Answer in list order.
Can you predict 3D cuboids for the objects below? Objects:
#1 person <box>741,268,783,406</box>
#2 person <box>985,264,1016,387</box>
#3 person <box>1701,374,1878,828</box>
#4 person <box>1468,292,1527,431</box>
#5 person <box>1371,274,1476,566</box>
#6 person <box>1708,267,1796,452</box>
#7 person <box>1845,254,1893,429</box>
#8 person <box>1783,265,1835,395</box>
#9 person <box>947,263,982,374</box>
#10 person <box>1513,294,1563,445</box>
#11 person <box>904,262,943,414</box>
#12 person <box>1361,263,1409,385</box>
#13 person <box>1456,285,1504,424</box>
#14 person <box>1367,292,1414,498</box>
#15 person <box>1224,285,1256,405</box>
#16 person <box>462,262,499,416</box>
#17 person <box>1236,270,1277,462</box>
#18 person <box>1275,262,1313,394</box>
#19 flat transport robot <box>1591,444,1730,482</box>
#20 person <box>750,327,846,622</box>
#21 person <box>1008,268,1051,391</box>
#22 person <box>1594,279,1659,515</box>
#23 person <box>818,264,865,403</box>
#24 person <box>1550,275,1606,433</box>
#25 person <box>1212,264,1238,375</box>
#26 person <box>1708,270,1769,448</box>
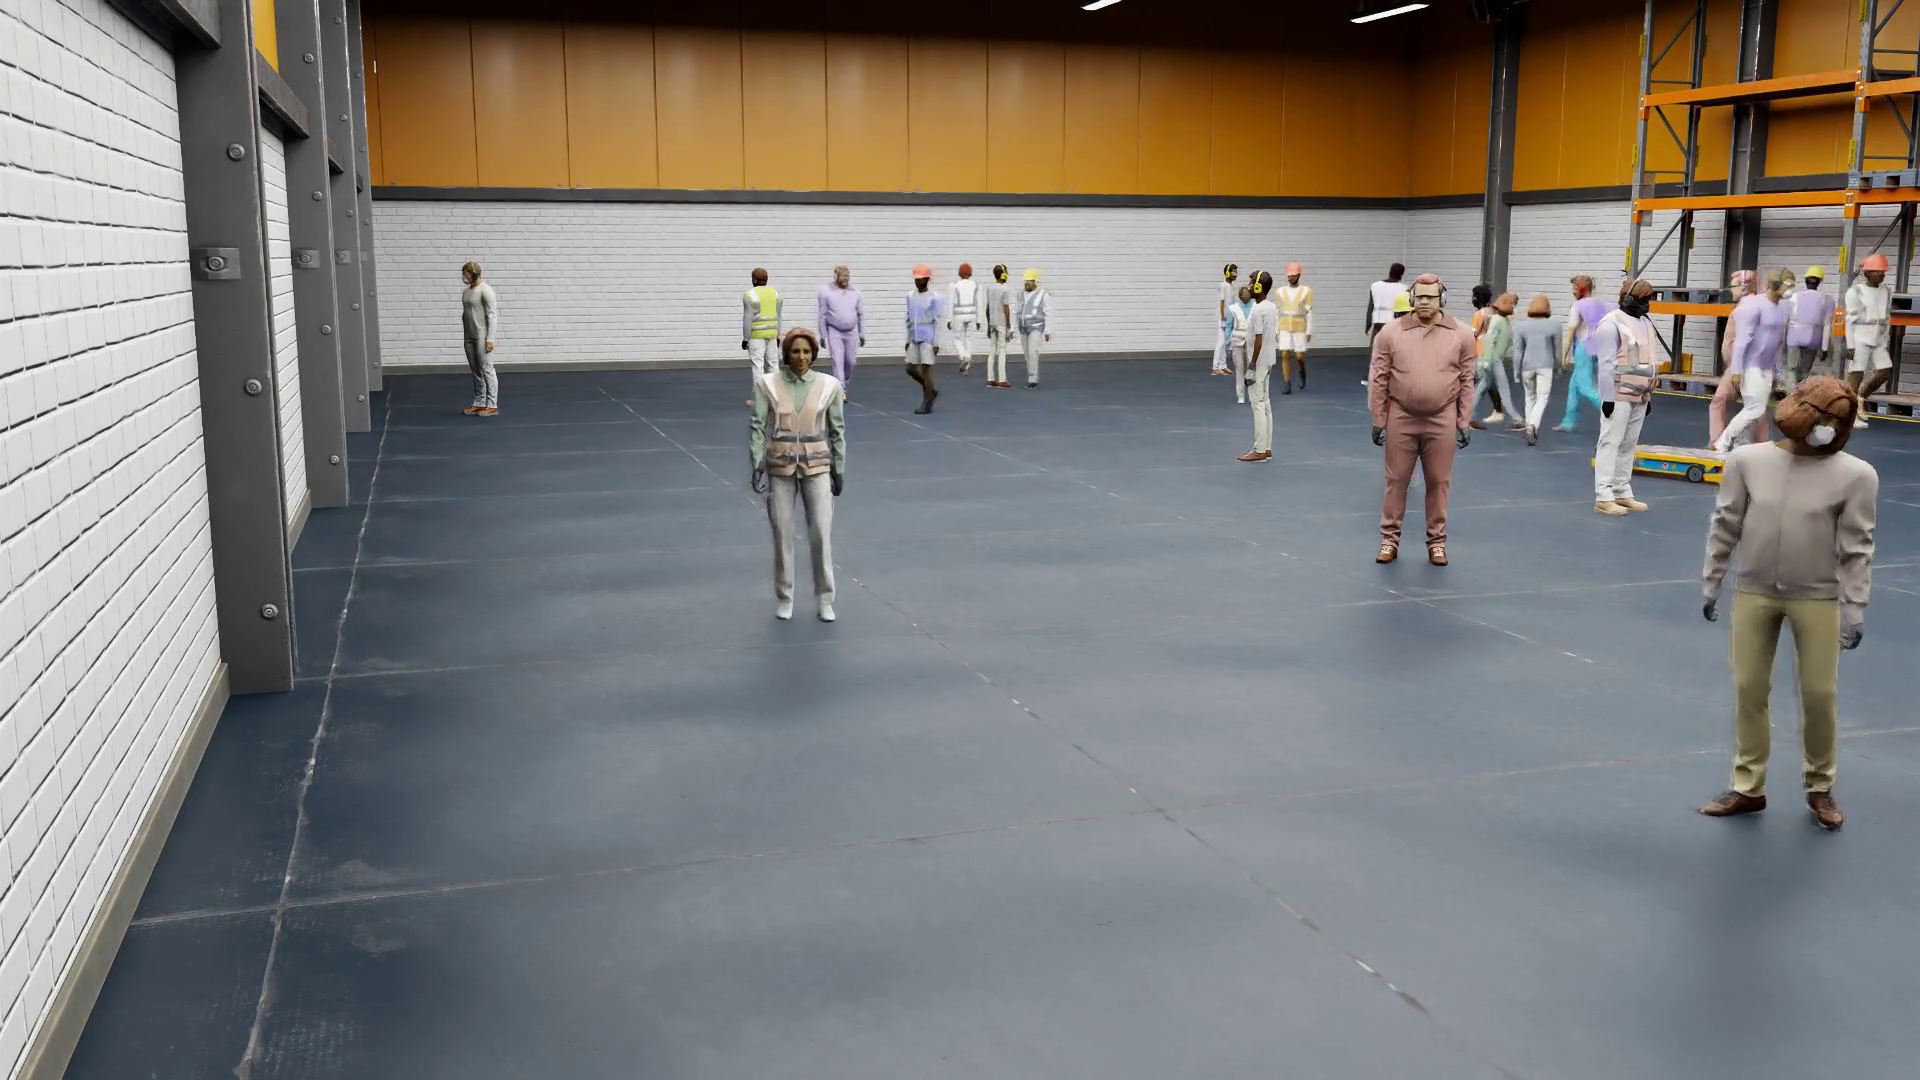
[{"bbox_3d":[-2.666,-2.716,22.280,0.621,1.845,0.429,-9,13,-41],"label":"person"},{"bbox_3d":[0.604,-3.258,25.343,0.324,1.870,0.520,-9,13,-41],"label":"person"},{"bbox_3d":[2.958,0.220,5.936,0.557,1.622,0.340,8,12,37],"label":"person"},{"bbox_3d":[6.216,-2.029,19.012,0.865,1.578,0.518,6,11,29],"label":"person"},{"bbox_3d":[3.020,-0.779,10.888,0.651,1.904,0.403,3,10,14],"label":"person"},{"bbox_3d":[7.332,-1.537,15.281,0.651,1.908,0.502,-7,12,-36],"label":"person"},{"bbox_3d":[10.565,-2.306,19.365,0.612,2.032,0.461,-2,10,-10],"label":"person"},{"bbox_3d":[10.523,-2.476,20.746,0.617,1.892,0.756,5,11,27],"label":"person"},{"bbox_3d":[0.078,-3.710,27.952,0.608,1.870,0.450,-3,10,-16],"label":"person"},{"bbox_3d":[6.167,-1.828,17.820,0.493,1.606,0.781,6,12,33],"label":"person"},{"bbox_3d":[-0.453,-2.553,21.108,0.568,1.918,0.497,8,13,38],"label":"person"},{"bbox_3d":[6.522,-3.295,25.508,0.666,1.872,0.391,6,12,32],"label":"person"},{"bbox_3d":[6.201,-2.236,20.046,0.867,1.648,0.536,5,11,28],"label":"person"},{"bbox_3d":[3.758,-1.248,14.167,0.532,1.715,0.946,3,10,19],"label":"person"},{"bbox_3d":[3.817,-2.603,22.300,0.549,1.598,0.810,1,10,8],"label":"person"},{"bbox_3d":[-6.046,-2.522,20.901,0.635,1.930,0.353,9,13,42],"label":"person"},{"bbox_3d":[2.925,-1.702,16.330,0.328,1.872,0.512,5,11,26],"label":"person"},{"bbox_3d":[4.852,-3.081,24.183,0.550,1.917,0.619,4,11,22],"label":"person"},{"bbox_3d":[6.606,-0.711,15.215,0.652,0.197,1.431,-7,12,-35],"label":"flat transport robot"},{"bbox_3d":[-0.896,-0.362,9.250,0.530,1.634,0.361,-1,10,-4],"label":"person"},{"bbox_3d":[0.989,-3.137,24.800,0.612,1.808,0.632,9,13,41],"label":"person"},{"bbox_3d":[5.241,-1.121,13.066,0.623,1.839,0.429,-8,13,-38],"label":"person"},{"bbox_3d":[-1.631,-2.850,22.940,0.658,1.890,0.750,-4,11,-22],"label":"person"},{"bbox_3d":[7.081,-2.064,18.632,0.576,1.804,0.862,-9,13,-41],"label":"person"},{"bbox_3d":[4.485,-3.702,27.967,0.354,1.858,0.509,6,12,32],"label":"person"},{"bbox_3d":[7.274,-1.584,15.630,0.685,1.870,0.807,-9,13,-43],"label":"person"}]
